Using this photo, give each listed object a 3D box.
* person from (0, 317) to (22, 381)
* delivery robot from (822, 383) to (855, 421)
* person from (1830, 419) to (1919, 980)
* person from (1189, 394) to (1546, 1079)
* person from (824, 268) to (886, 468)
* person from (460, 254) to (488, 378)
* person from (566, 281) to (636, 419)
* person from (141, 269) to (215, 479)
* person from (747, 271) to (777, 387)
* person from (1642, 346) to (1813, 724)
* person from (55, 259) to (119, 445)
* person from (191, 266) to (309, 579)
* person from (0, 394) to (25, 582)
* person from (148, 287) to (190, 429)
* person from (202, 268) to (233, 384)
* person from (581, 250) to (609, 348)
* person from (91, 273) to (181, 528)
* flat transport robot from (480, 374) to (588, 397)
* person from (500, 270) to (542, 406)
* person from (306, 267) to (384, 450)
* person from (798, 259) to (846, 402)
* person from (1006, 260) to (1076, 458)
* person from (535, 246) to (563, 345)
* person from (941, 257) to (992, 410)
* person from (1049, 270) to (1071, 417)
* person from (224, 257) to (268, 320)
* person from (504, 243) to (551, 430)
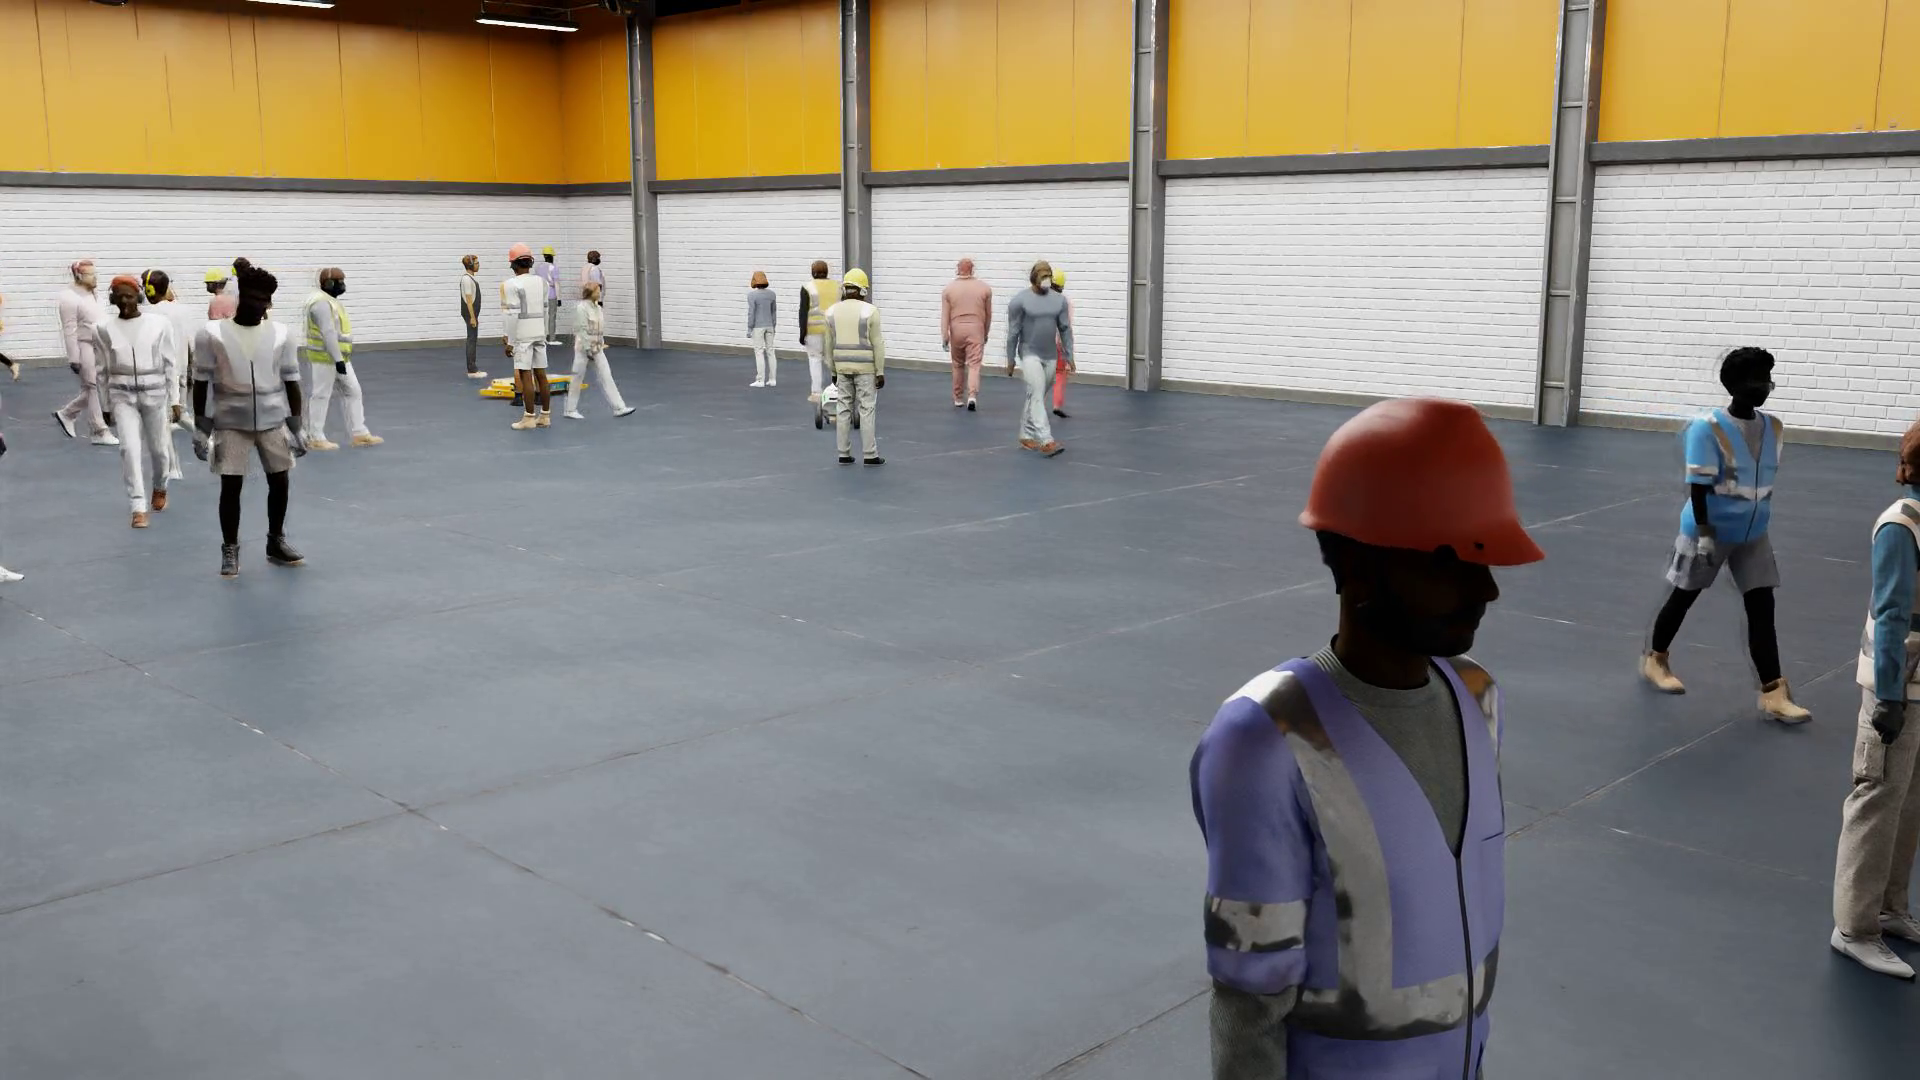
[{"bbox_3d":[-13.640,-2.996,23.500,0.534,1.673,0.667,7,12,32],"label":"person"},{"bbox_3d":[-1.354,-1.578,18.549,0.477,0.478,0.707,0,10,-2],"label":"delivery robot"},{"bbox_3d":[2.785,0.438,4.856,0.525,1.636,0.307,-9,14,-41],"label":"person"},{"bbox_3d":[0.546,0.774,2.203,0.544,1.938,0.355,-9,14,-41],"label":"person"},{"bbox_3d":[-0.944,-1.577,15.321,0.588,1.830,0.404,5,11,25],"label":"person"},{"bbox_3d":[-7.294,-3.344,24.914,0.345,1.846,0.506,-3,11,-14],"label":"person"},{"bbox_3d":[-4.226,-2.180,19.254,0.861,1.595,0.533,4,11,23],"label":"person"},{"bbox_3d":[-6.814,-1.429,14.466,0.611,1.850,0.530,5,11,24],"label":"person"},{"bbox_3d":[-2.805,-2.981,23.511,0.503,1.631,0.282,-10,15,-44],"label":"person"},{"bbox_3d":[3.447,-0.046,7.465,0.541,1.648,0.894,-3,11,-16],"label":"person"},{"bbox_3d":[-8.931,-1.907,16.946,0.680,1.891,0.649,0,10,-1],"label":"person"},{"bbox_3d":[-4.514,-0.739,10.514,0.688,1.943,0.419,-7,13,-35],"label":"person"},{"bbox_3d":[-6.044,-0.641,10.062,0.475,1.893,0.651,-1,10,-8],"label":"person"},{"bbox_3d":[-8.720,-2.020,18.288,0.390,1.623,0.521,-1,10,-3],"label":"person"},{"bbox_3d":[-8.572,-2.266,19.275,0.389,1.750,0.555,-1,10,-3],"label":"person"},{"bbox_3d":[-6.913,-4.543,31.462,0.430,1.843,0.625,-8,13,-36],"label":"person"},{"bbox_3d":[-6.120,-1.054,12.405,0.573,1.858,0.822,-4,11,-22],"label":"person"},{"bbox_3d":[-5.706,-2.082,22.329,0.652,0.197,1.431,5,11,25],"label":"flat transport robot"},{"bbox_3d":[-5.471,-2.640,20.825,0.547,1.938,0.359,-6,12,-29],"label":"person"},{"bbox_3d":[-6.151,-1.791,16.553,0.807,1.814,0.649,-1,10,-4],"label":"person"},{"bbox_3d":[-1.741,-2.655,21.220,0.640,1.830,0.546,-7,12,-33],"label":"person"},{"bbox_3d":[0.784,-1.757,16.152,0.637,1.886,1.019,-6,12,-28],"label":"person"},{"bbox_3d":[-8.004,-4.755,32.419,0.591,1.918,0.404,6,12,29],"label":"person"},{"bbox_3d":[0.082,-2.533,20.438,0.626,1.868,0.943,0,10,3],"label":"person"},{"bbox_3d":[1.013,-2.298,19.538,0.583,1.731,0.445,5,11,24],"label":"person"},{"bbox_3d":[-8.831,-2.564,20.605,0.535,1.864,0.309,-9,14,-39],"label":"person"},{"bbox_3d":[-4.763,-2.218,18.248,0.395,2.039,0.607,6,12,30],"label":"person"}]
